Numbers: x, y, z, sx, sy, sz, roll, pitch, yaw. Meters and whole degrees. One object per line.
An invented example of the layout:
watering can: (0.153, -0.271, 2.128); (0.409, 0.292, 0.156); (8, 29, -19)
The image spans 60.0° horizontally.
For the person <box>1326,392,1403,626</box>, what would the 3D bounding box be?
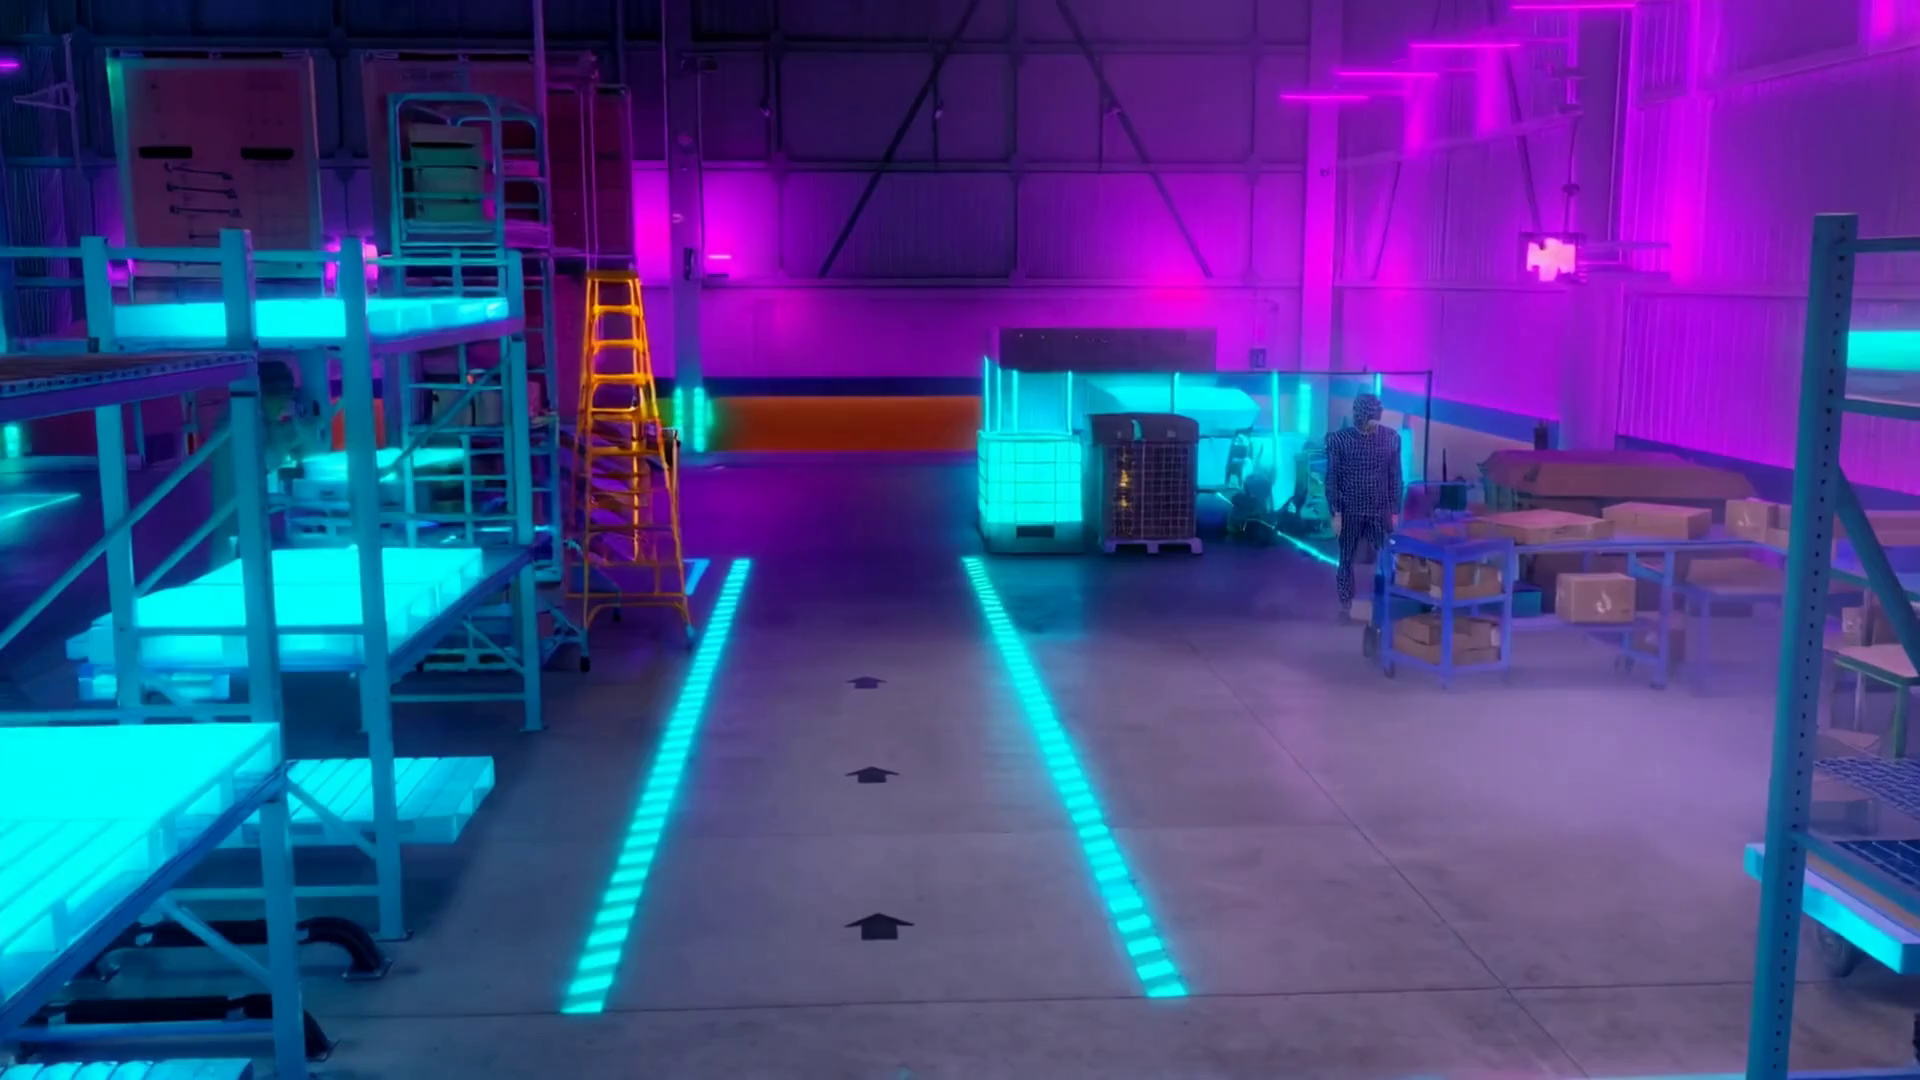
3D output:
person: (3.325, -0.250, 13.685); (0.631, 1.935, 0.368); (0, 9, -1)

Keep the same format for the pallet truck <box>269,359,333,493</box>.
pallet truck: (-7.062, -1.131, 18.996); (1.885, 1.965, 0.823); (2, 9, 13)
